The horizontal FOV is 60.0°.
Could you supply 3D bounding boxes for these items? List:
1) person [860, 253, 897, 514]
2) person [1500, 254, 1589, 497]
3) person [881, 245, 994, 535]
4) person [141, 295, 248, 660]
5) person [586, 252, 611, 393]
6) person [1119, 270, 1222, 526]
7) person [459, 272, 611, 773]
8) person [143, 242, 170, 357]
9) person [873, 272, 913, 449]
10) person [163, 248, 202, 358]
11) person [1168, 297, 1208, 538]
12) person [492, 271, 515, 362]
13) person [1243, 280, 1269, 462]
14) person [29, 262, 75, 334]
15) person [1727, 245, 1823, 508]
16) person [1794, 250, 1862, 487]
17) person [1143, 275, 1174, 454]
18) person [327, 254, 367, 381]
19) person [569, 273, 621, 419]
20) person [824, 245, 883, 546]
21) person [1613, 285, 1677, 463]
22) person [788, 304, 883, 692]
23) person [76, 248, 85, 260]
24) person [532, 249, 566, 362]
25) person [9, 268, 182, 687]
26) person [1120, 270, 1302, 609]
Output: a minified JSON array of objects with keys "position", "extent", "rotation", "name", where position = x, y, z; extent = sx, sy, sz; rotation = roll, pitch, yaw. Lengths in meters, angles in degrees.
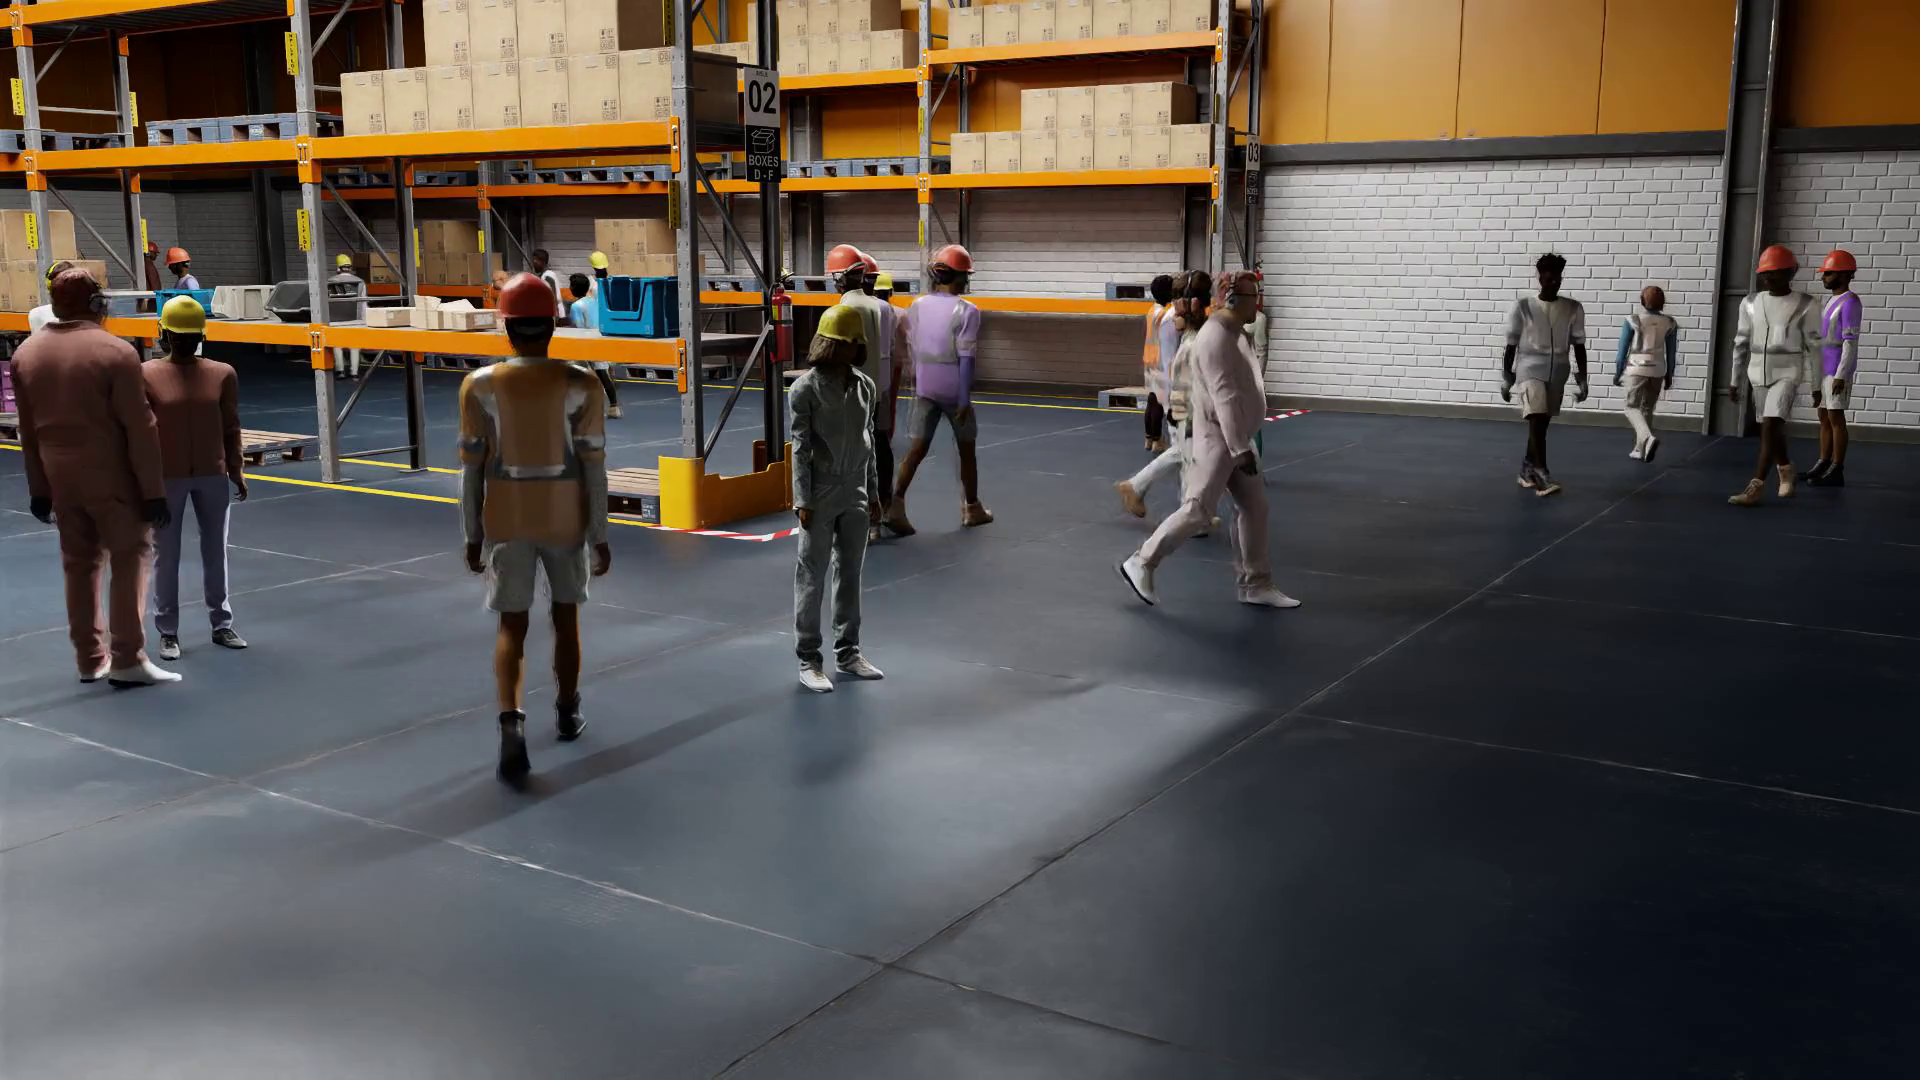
[{"position":[-0.698,-1.123,12.172],"extent":[0.383,1.929,0.540],"rotation":[6,12,32],"name":"person"},{"position":[4.692,-1.321,13.306],"extent":[0.625,1.911,0.995],"rotation":[0,10,-3],"name":"person"},{"position":[-0.149,-1.029,11.483],"extent":[0.607,2.002,1.035],"rotation":[7,12,33],"name":"person"},{"position":[-3.746,-0.305,8.106],"extent":[0.523,1.760,0.333],"rotation":[-9,13,-40],"name":"person"},{"position":[-4.834,-2.903,22.262],"extent":[0.822,1.874,0.646],"rotation":[6,12,29],"name":"person"},{"position":[1.523,-0.992,11.770],"extent":[0.628,1.824,0.633],"rotation":[4,11,21],"name":"person"},{"position":[-1.638,-0.074,6.426],"extent":[0.556,1.909,0.872],"rotation":[-2,10,-10],"name":"person"},{"position":[-14.006,-4.160,28.826],"extent":[0.609,1.988,0.392],"rotation":[10,14,44],"name":"person"},{"position":[-0.717,-1.673,15.788],"extent":[0.538,1.718,0.902],"rotation":[-1,10,-5],"name":"person"},{"position":[-9.319,-2.541,20.018],"extent":[0.374,1.929,0.542],"rotation":[-8,13,-38],"name":"person"},{"position":[1.570,-0.834,11.366],"extent":[0.311,1.638,0.521],"rotation":[0,10,1],"name":"person"},{"position":[-5.961,-2.715,21.833],"extent":[0.292,1.625,0.497],"rotation":[-2,10,-8],"name":"person"},{"position":[2.333,-1.336,13.786],"extent":[0.304,1.772,0.525],"rotation":[-6,12,-32],"name":"person"},{"position":[-6.388,-1.061,11.993],"extent":[0.314,1.867,0.537],"rotation":[7,12,34],"name":"person"},{"position":[6.303,-1.266,12.815],"extent":[1.059,1.997,0.618],"rotation":[-7,13,-36],"name":"person"},{"position":[7.179,-1.406,13.709],"extent":[0.362,1.938,0.545],"rotation":[1,10,8],"name":"person"},{"position":[1.912,-1.670,15.832],"extent":[0.318,1.699,0.534],"rotation":[-1,10,-7],"name":"person"},{"position":[-8.894,-3.207,24.018],"extent":[0.630,1.814,0.584],"rotation":[-9,13,-40],"name":"person"},{"position":[-4.254,-2.181,18.790],"extent":[0.886,1.646,0.548],"rotation":[4,11,20],"name":"person"},{"position":[-0.713,-0.951,11.043],"extent":[0.392,1.990,0.611],"rotation":[3,11,16],"name":"person"},{"position":[6.266,-1.506,15.151],"extent":[0.522,1.616,0.672],"rotation":[-1,10,-6],"name":"person"},{"position":[-0.545,-0.194,7.545],"extent":[0.484,1.740,0.304],"rotation":[-10,14,-44],"name":"person"},{"position":[-9.983,-2.325,18.814],"extent":[0.373,1.933,0.627],"rotation":[7,13,35],"name":"person"},{"position":[-5.673,-3.053,22.940],"extent":[0.460,1.897,0.612],"rotation":[-3,11,-15],"name":"person"},{"position":[-3.920,-0.269,7.567],"extent":[0.703,1.901,0.431],"rotation":[2,11,13],"name":"person"},{"position":[1.387,-0.547,9.147],"extent":[0.930,1.873,0.630],"rotation":[5,11,24],"name":"person"}]
